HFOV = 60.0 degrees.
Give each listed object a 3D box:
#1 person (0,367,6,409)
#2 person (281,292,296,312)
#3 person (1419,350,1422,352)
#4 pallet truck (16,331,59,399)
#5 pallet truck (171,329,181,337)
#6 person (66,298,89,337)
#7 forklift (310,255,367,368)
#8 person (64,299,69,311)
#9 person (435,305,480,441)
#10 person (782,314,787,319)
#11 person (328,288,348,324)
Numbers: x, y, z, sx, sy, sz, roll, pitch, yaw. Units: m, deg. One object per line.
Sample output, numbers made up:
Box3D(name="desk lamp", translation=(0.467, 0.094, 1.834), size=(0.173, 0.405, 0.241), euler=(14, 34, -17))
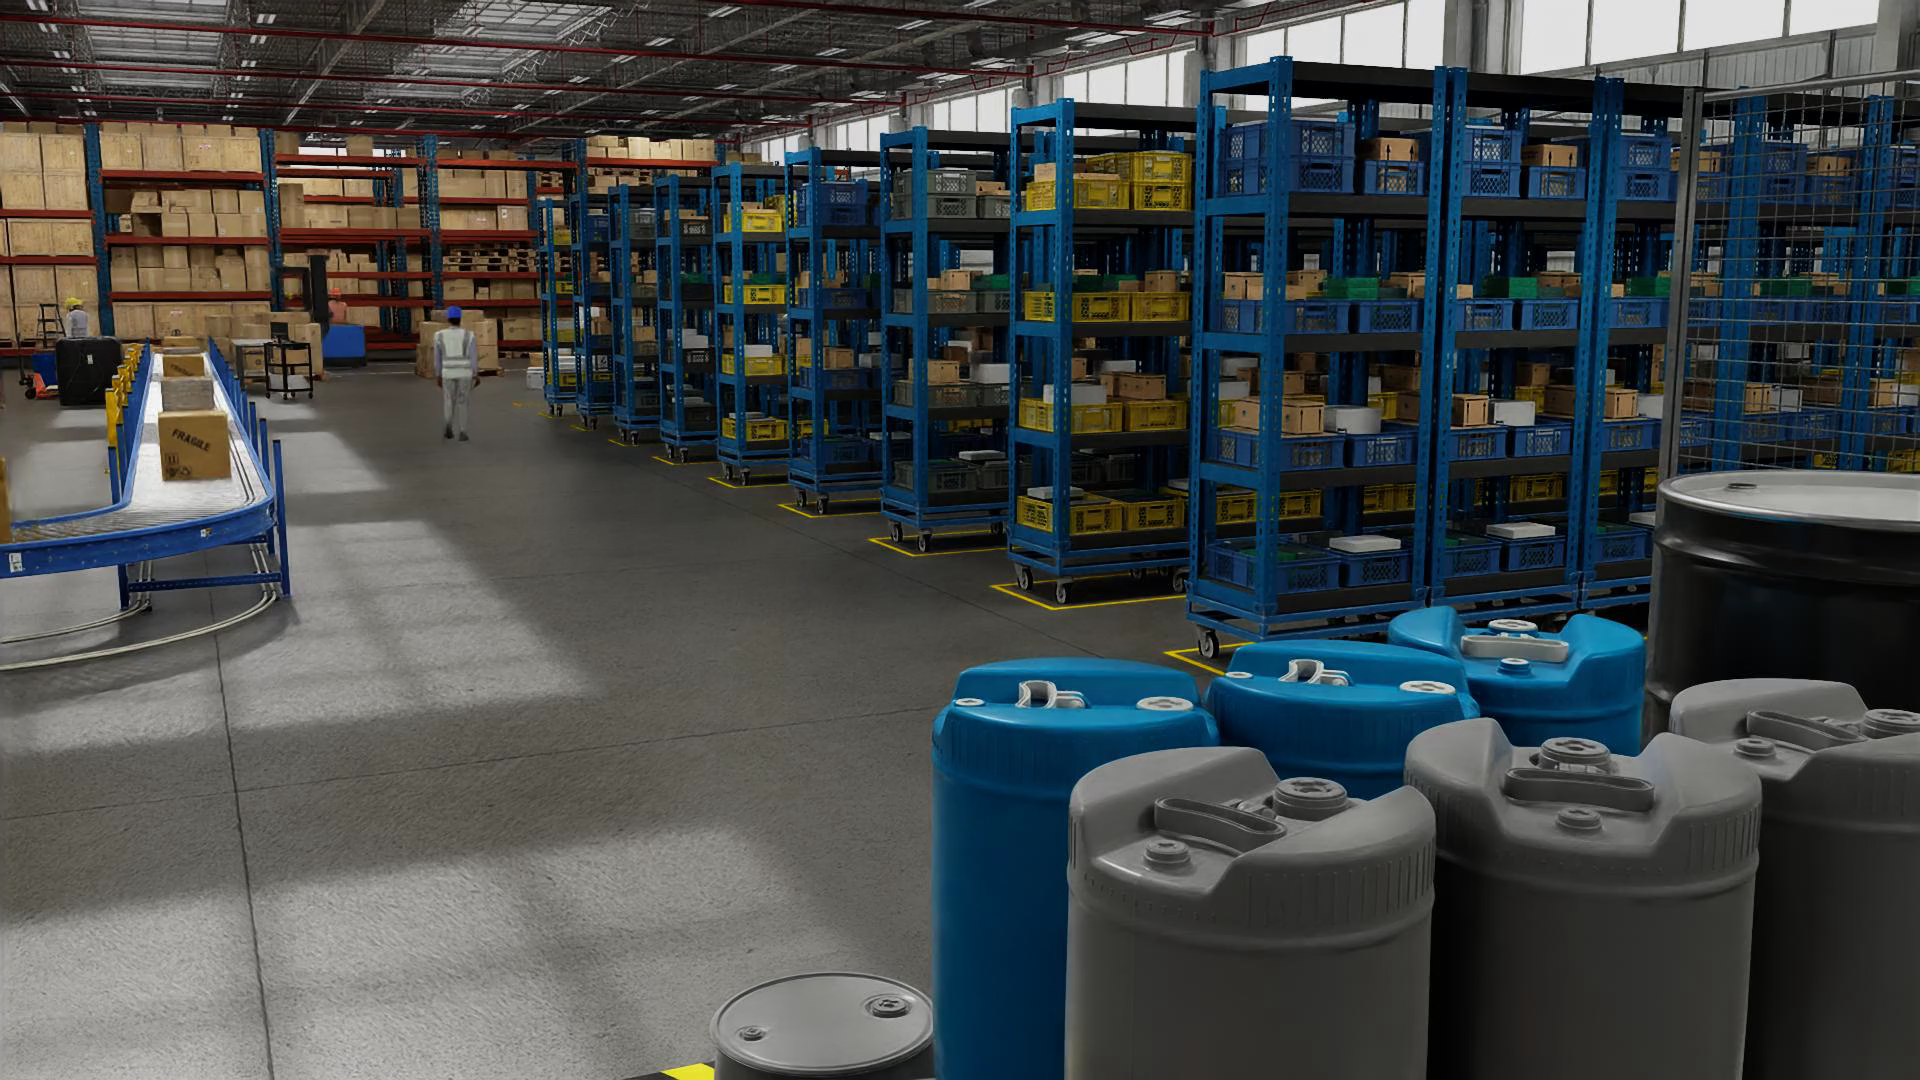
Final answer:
Box3D(name="person", translation=(-11.848, -1.687, 20.119), size=(0.530, 1.735, 0.789), euler=(-7, 11, -36))
Box3D(name="person", translation=(-19.271, -6.198, 47.784), size=(0.592, 1.833, 0.404), euler=(6, 11, 31))
Box3D(name="person", translation=(5.764, -1.859, 20.900), size=(0.623, 1.810, 0.640), euler=(-1, 9, -4))
Box3D(name="pallet truck", translation=(-17.082, -3.353, 31.781), size=(1.630, 1.274, 0.653), euler=(-4, 10, -25))
Box3D(name="pallet truck", translation=(-17.275, -3.851, 35.096), size=(1.601, 1.201, 0.680), euler=(0, 9, 1))
Box3D(name="person", translation=(-20.239, -4.635, 38.132), size=(0.404, 1.826, 0.593), euler=(3, 10, 19))
Box3D(name="forklift", translation=(-15.740, -5.631, 41.024), size=(1.873, 2.768, 1.129), euler=(-4, 10, -25))
Box3D(name="person", translation=(-21.581, -4.988, 40.517), size=(0.382, 1.753, 0.526), euler=(-5, 10, -27))
Box3D(name="person", translation=(-7.160, -2.375, 23.729), size=(0.604, 1.934, 0.437), euler=(-1, 9, -3))
Box3D(name="person", translation=(-3.518, -4.214, 35.512), size=(0.589, 1.826, 0.404), euler=(-1, 9, -8))
Box3D(name="person", translation=(-16.209, -5.552, 43.265), size=(0.611, 1.996, 0.378), euler=(-8, 12, -42))
